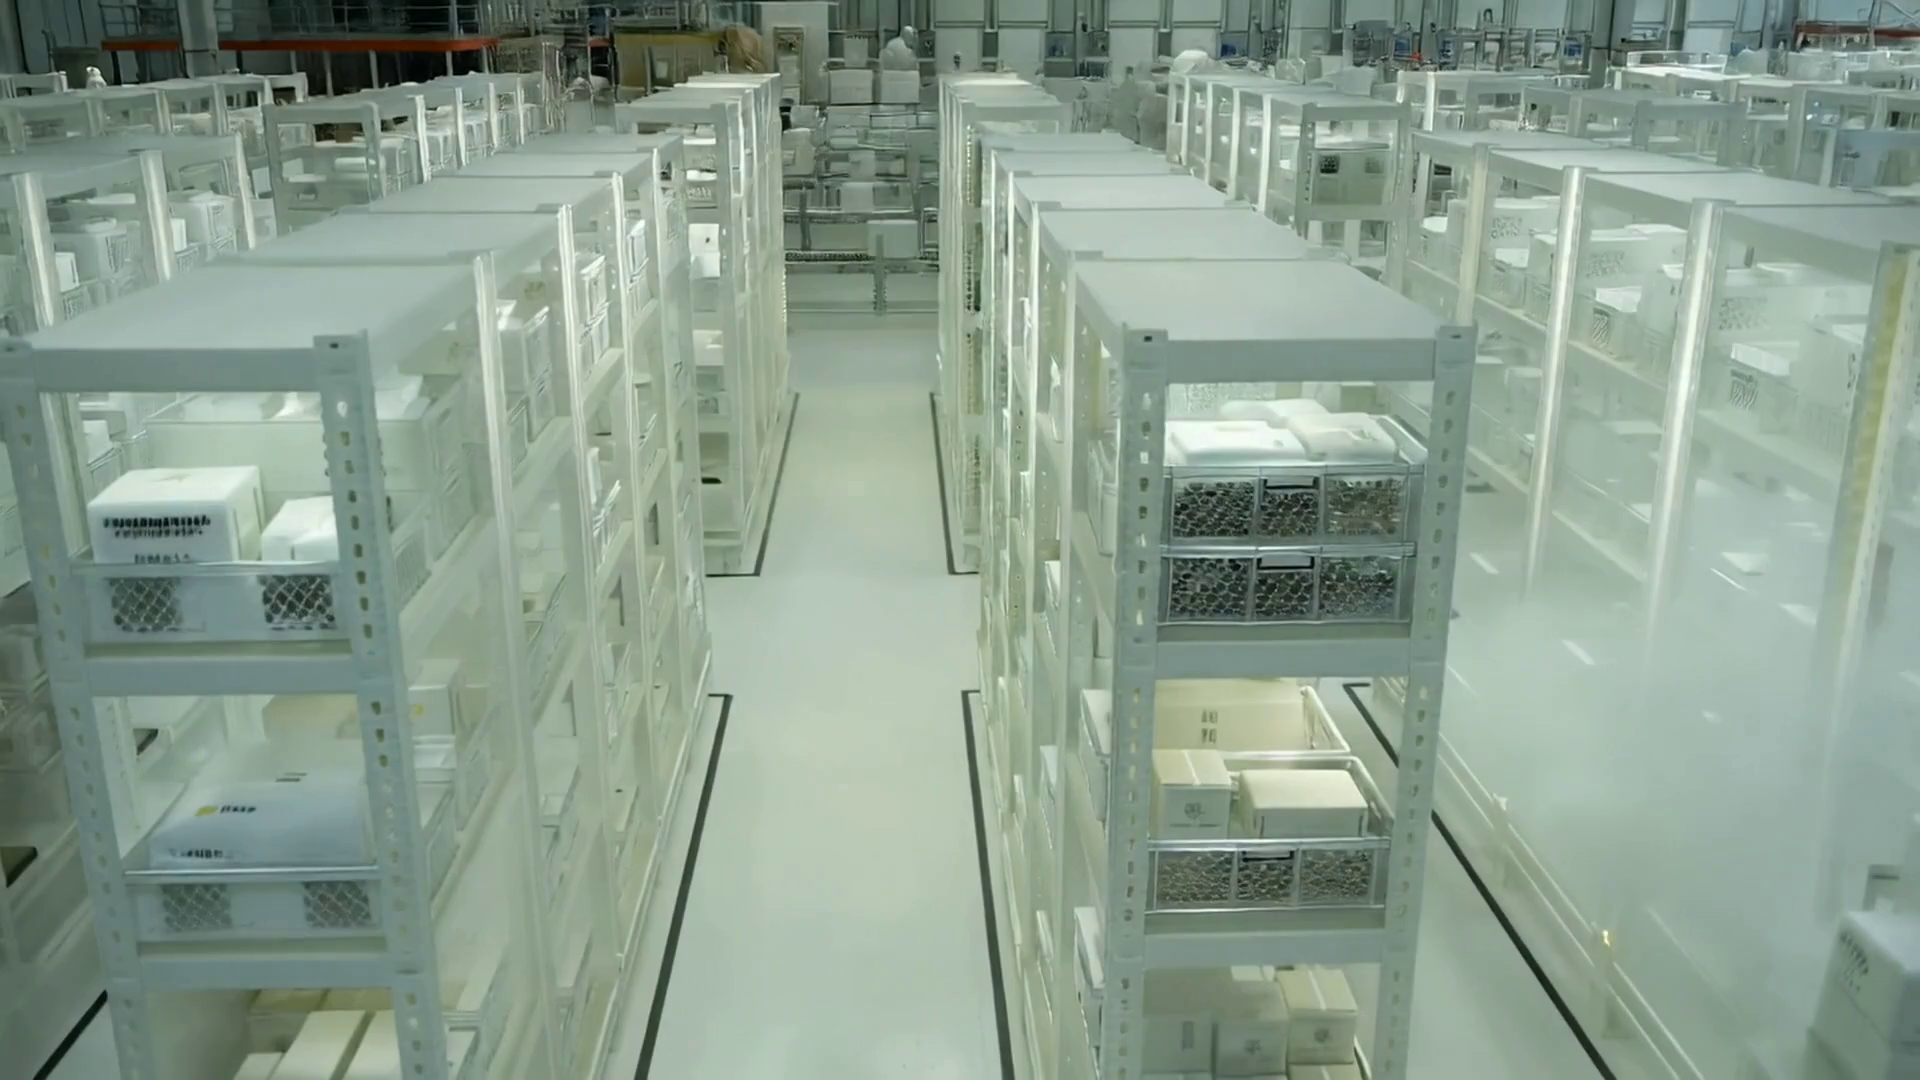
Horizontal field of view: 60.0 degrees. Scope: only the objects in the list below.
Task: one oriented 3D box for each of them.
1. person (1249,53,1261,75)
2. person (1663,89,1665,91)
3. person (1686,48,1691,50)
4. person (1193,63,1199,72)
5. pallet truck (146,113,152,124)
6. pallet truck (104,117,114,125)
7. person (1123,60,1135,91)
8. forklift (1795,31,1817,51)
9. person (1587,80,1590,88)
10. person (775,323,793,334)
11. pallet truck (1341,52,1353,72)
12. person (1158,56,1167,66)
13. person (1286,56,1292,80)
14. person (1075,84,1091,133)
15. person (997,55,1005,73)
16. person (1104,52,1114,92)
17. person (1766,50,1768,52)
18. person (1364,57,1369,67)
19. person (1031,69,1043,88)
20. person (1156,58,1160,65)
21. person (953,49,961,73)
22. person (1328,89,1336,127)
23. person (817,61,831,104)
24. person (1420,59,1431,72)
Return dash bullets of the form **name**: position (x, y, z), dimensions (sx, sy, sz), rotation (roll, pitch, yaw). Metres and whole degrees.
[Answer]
- **person**: position (14.769, -23.366, 83.182), dimensions (0.757, 1.893, 0.360), rotation (-6, 19, -18)
- **person**: position (21.646, -12.934, 51.031), dimensions (0.583, 1.803, 0.894), rotation (-1, 18, -5)
- **person**: position (40.037, -26.149, 91.747), dimensions (0.907, 1.894, 0.565), rotation (2, 18, 6)
- **person**: position (9.275, -17.786, 65.671), dimensions (0.603, 2.034, 0.417), rotation (5, 19, 15)
- **pallet truck**: position (-18.087, -8.309, 36.390), dimensions (1.885, 1.965, 0.823), rotation (-1, 18, -4)
- **pallet truck**: position (-18.367, -7.885, 35.078), dimensions (1.885, 1.965, 0.823), rotation (1, 18, 2)
- **person**: position (7.606, -20.696, 75.001), dimensions (0.530, 1.830, 0.635), rotation (-16, 24, -41)
- **forklift**: position (45.899, -26.245, 90.478), dimensions (1.129, 2.768, 1.873), rotation (-1, 18, -2)
- **person**: position (23.371, -16.301, 61.254), dimensions (0.809, 1.908, 0.578), rotation (-6, 19, -17)
- **person**: position (-2.736, -3.581, 22.096), dimensions (0.924, 1.781, 0.592), rotation (-4, 18, -12)
- **pallet truck**: position (18.794, -23.123, 82.231), dimensions (0.823, 1.965, 1.885), rotation (-13, 22, -35)
- **person**: position (9.364, -21.386, 76.963), dimensions (1.055, 1.920, 0.698), rotation (-12, 21, -33)
- **person**: position (16.594, -23.406, 83.546), dimensions (0.641, 1.721, 0.490), rotation (-3, 18, -8)
- **person**: position (3.896, -13.614, 53.068), dimensions (0.519, 1.844, 0.828), rotation (14, 23, 37)
- **person**: position (1.941, -22.370, 80.089), dimensions (1.027, 1.879, 0.652), rotation (1, 18, 4)
- **person**: position (7.478, -23.448, 83.327), dimensions (0.402, 1.942, 0.603), rotation (-7, 19, -22)
- **person**: position (42.957, -25.164, 88.706), dimensions (0.642, 1.898, 0.955), rotation (-15, 23, -39)
- **person**: position (20.629, -23.778, 84.783), dimensions (0.722, 1.671, 0.537), rotation (4, 18, 13)
- **person**: position (2.971, -17.617, 65.482), dimensions (0.526, 1.818, 0.942), rotation (12, 21, 33)
- **person**: position (9.383, -21.764, 78.198), dimensions (0.843, 1.878, 0.739), rotation (1, 18, 2)
- **person**: position (-0.139, -25.939, 91.135), dimensions (0.999, 1.881, 0.574), rotation (12, 21, 32)
- **person**: position (11.997, -13.750, 53.769), dimensions (0.539, 1.660, 0.848), rotation (1, 18, 3)
- **person**: position (-6.048, -20.304, 73.794), dimensions (0.662, 1.820, 0.626), rotation (-6, 19, -17)
- **person**: position (22.235, -22.113, 79.533), dimensions (0.532, 1.724, 0.909), rotation (-2, 18, -5)
